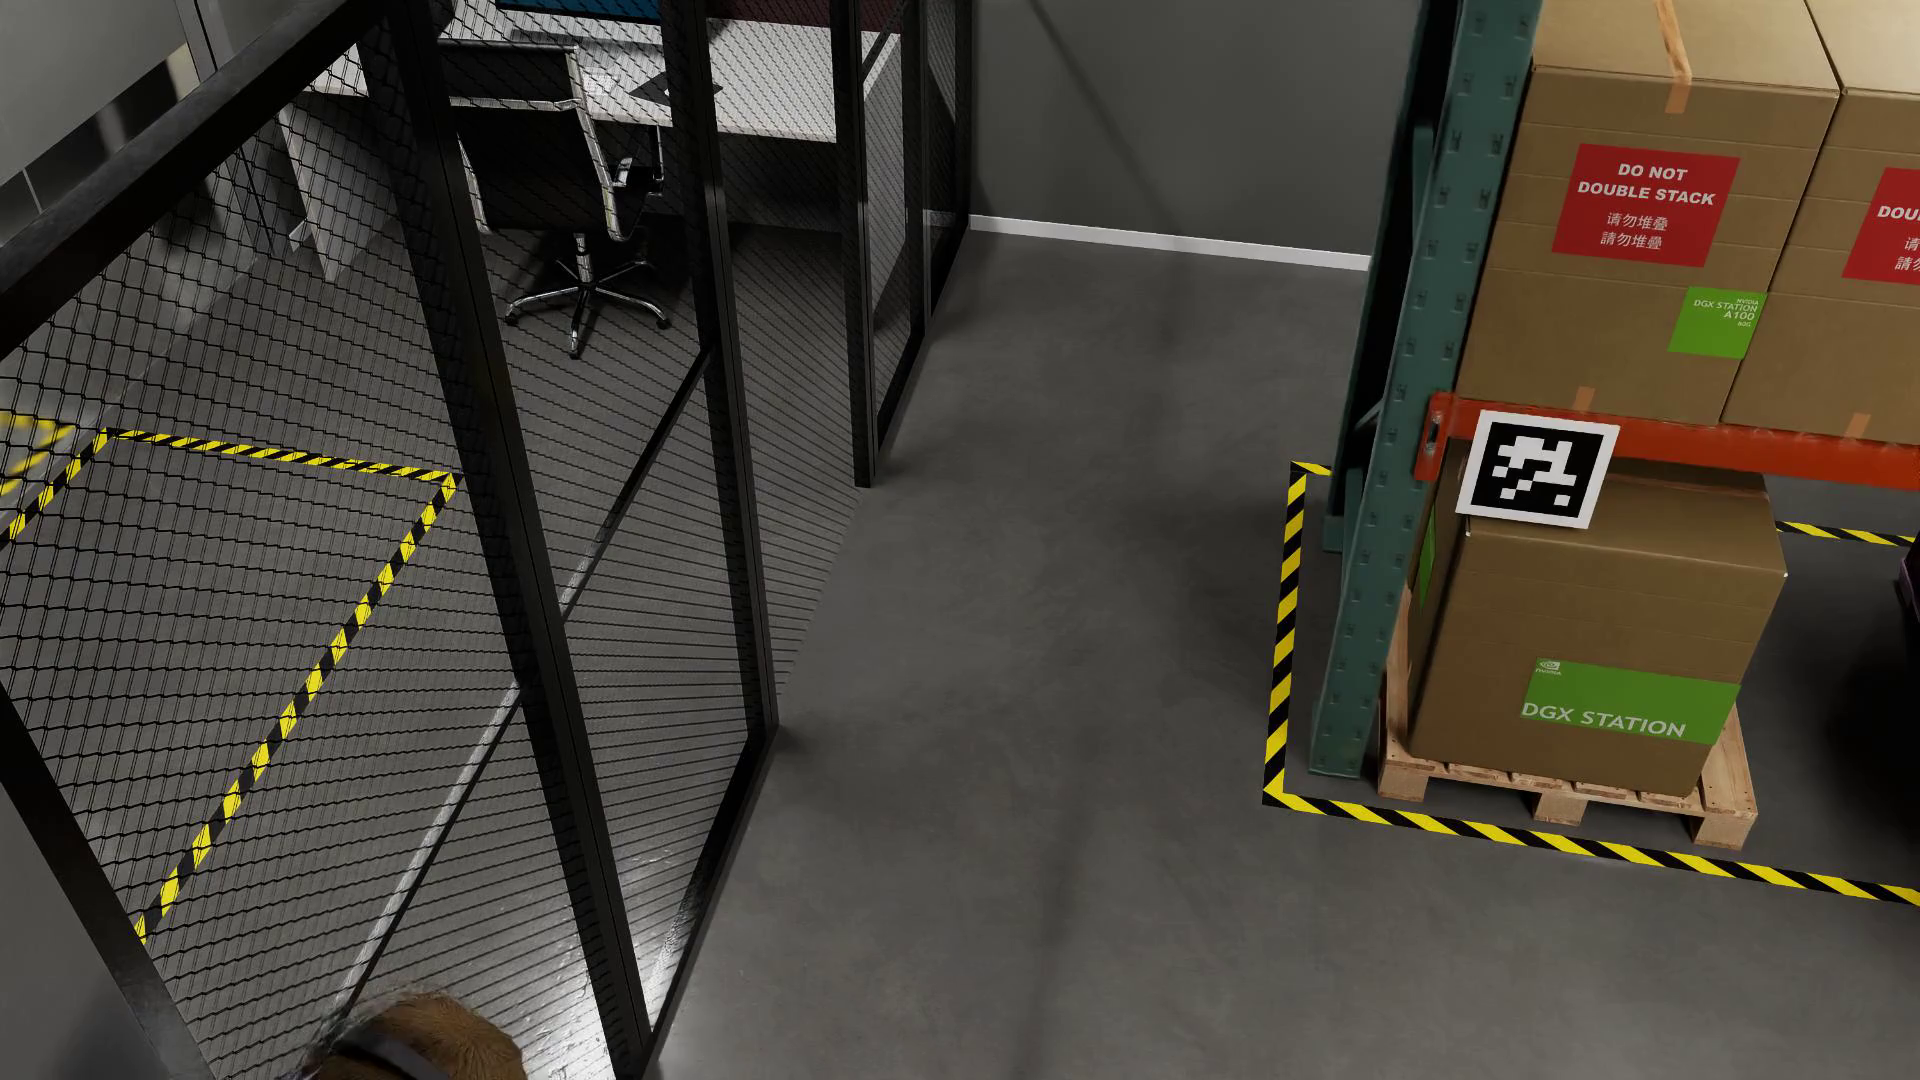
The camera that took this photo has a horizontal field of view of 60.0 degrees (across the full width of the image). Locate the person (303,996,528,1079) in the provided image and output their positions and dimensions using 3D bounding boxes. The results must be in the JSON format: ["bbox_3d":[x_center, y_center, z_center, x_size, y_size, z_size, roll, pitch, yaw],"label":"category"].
[{"bbox_3d":[-0.505,1.174,2.154,0.668,1.934,0.366,18,44,20],"label":"person"}]
